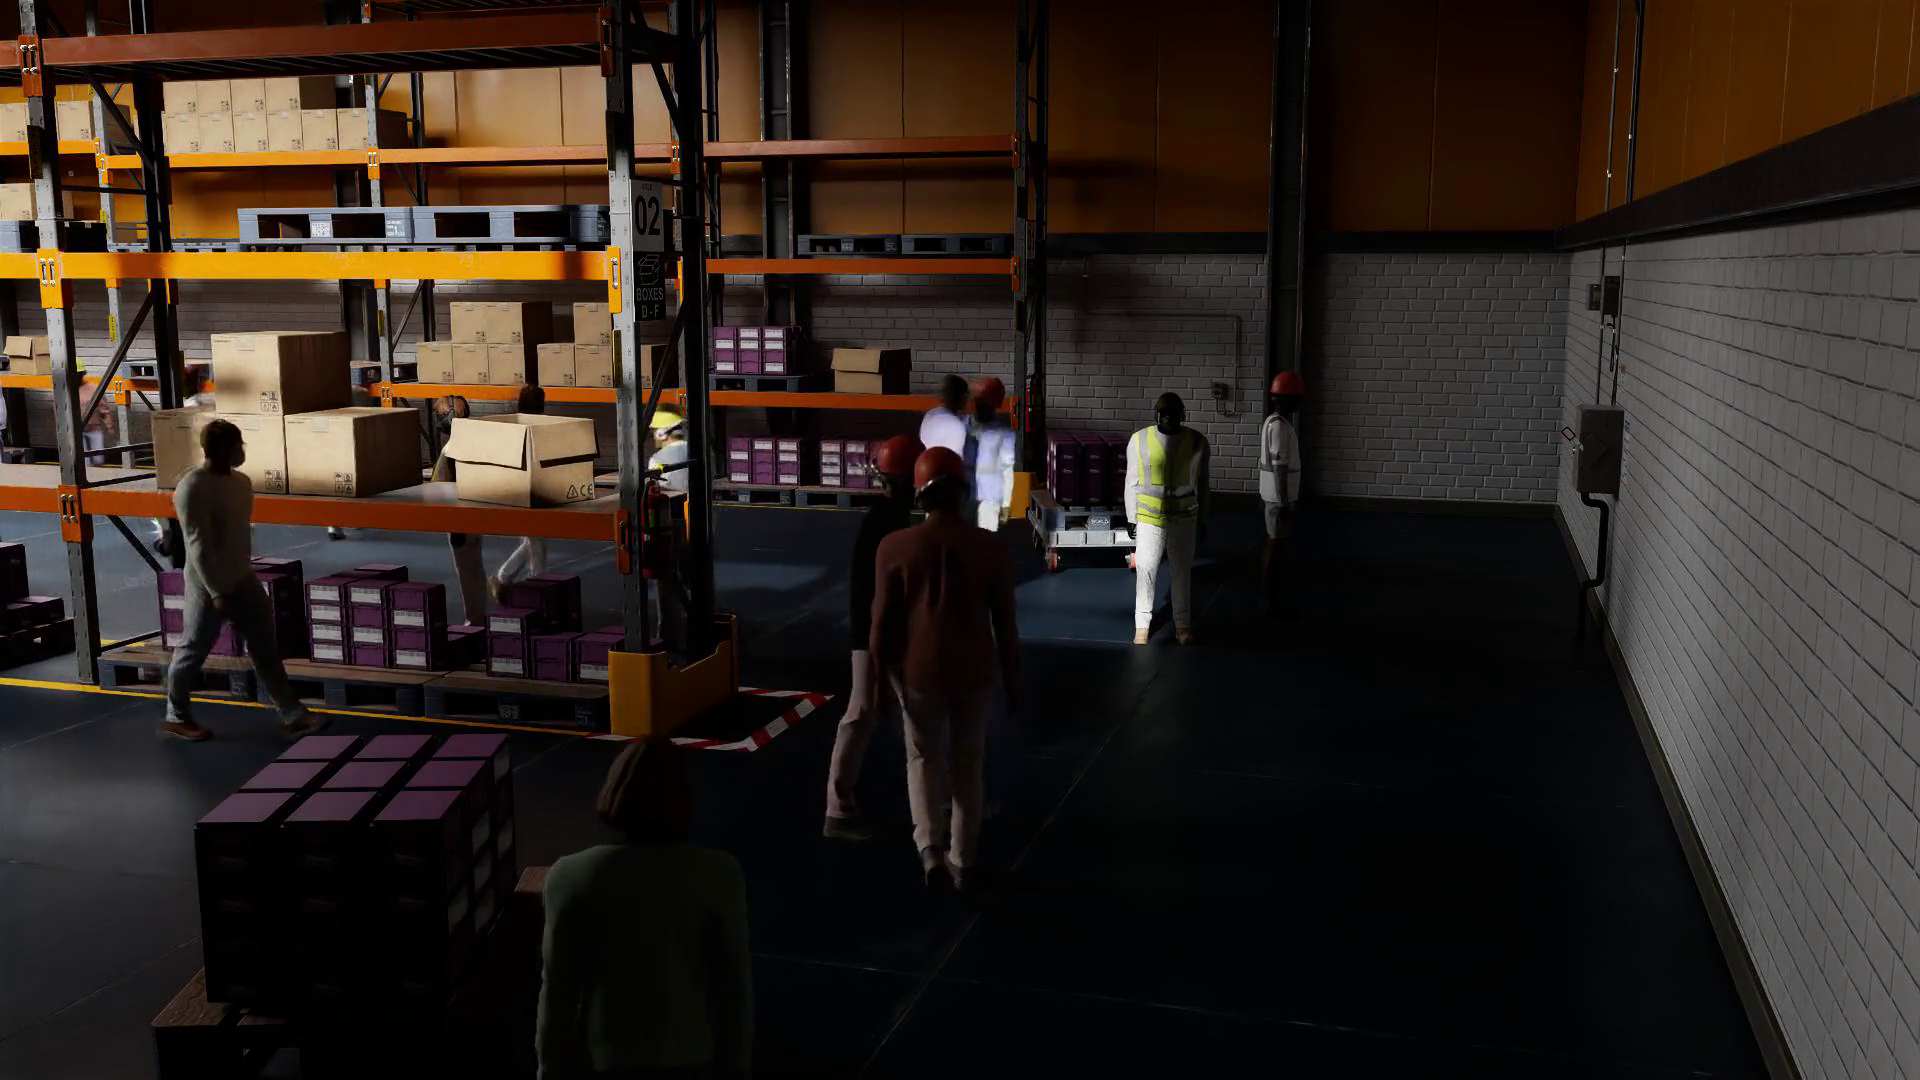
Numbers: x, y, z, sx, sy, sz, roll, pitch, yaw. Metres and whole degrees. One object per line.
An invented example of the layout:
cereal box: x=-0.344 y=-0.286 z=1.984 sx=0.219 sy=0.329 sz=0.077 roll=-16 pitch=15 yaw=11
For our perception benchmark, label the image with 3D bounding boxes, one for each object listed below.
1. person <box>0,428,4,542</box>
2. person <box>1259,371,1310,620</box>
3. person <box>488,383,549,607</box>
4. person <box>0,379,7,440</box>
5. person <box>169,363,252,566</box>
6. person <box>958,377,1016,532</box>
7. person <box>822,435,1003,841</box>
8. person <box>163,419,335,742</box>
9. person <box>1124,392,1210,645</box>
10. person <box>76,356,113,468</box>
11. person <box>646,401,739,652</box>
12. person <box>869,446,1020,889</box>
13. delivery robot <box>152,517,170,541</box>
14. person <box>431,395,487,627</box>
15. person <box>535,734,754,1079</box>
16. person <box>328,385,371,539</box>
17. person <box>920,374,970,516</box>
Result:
person: x=-8.679 y=-0.577 z=14.484 sx=0.639 sy=1.910 sz=0.407 roll=-8 pitch=12 yaw=-40
person: x=2.532 y=-0.350 z=13.018 sx=0.362 sy=1.934 sz=0.551 roll=1 pitch=9 yaw=6
person: x=-3.437 y=-0.320 z=13.110 sx=0.902 sy=1.852 sz=0.578 roll=6 pitch=11 yaw=31
person: x=-11.238 y=-1.287 z=19.014 sx=0.627 sy=1.844 sz=0.429 roll=-4 pitch=10 yaw=-25
person: x=-6.965 y=-0.694 z=15.294 sx=0.635 sy=1.869 sz=0.597 roll=-2 pitch=10 yaw=-14
person: x=0.143 y=-0.359 z=13.215 sx=0.625 sy=1.887 sz=0.473 roll=3 pitch=10 yaw=19
person: x=-0.250 y=0.479 z=7.894 sx=0.805 sy=1.967 sz=0.616 roll=1 pitch=9 yaw=9
person: x=-4.174 y=0.255 z=9.509 sx=1.033 sy=1.886 sz=0.639 roll=2 pitch=10 yaw=15
person: x=1.508 y=-0.153 z=12.104 sx=0.627 sy=1.844 sz=0.429 roll=0 pitch=9 yaw=0
person: x=-10.089 y=-1.263 z=19.192 sx=0.549 sy=1.733 sz=0.619 roll=-5 pitch=10 yaw=-27
person: x=-1.944 y=-0.074 z=11.744 sx=0.652 sy=1.813 sz=0.595 roll=5 pitch=11 yaw=30
person: x=-0.058 y=0.582 z=7.232 sx=0.658 sy=1.969 sz=0.620 roll=-1 pitch=9 yaw=-6
delivery robot: x=-7.371 y=-0.196 z=15.992 sx=0.707 sy=0.478 sz=0.477 roll=-6 pitch=11 yaw=-33
person: x=-3.599 y=-0.131 z=11.997 sx=0.429 sy=1.837 sz=0.621 roll=-3 pitch=10 yaw=-15
person: x=-0.783 y=1.291 z=4.073 sx=0.541 sy=1.588 sz=0.804 roll=0 pitch=9 yaw=1
person: x=-6.308 y=-0.959 z=17.002 sx=0.577 sy=1.867 sz=1.030 roll=0 pitch=9 yaw=1
person: x=-0.135 y=-0.330 z=12.989 sx=0.470 sy=1.917 sz=0.642 roll=-4 pitch=10 yaw=-24
